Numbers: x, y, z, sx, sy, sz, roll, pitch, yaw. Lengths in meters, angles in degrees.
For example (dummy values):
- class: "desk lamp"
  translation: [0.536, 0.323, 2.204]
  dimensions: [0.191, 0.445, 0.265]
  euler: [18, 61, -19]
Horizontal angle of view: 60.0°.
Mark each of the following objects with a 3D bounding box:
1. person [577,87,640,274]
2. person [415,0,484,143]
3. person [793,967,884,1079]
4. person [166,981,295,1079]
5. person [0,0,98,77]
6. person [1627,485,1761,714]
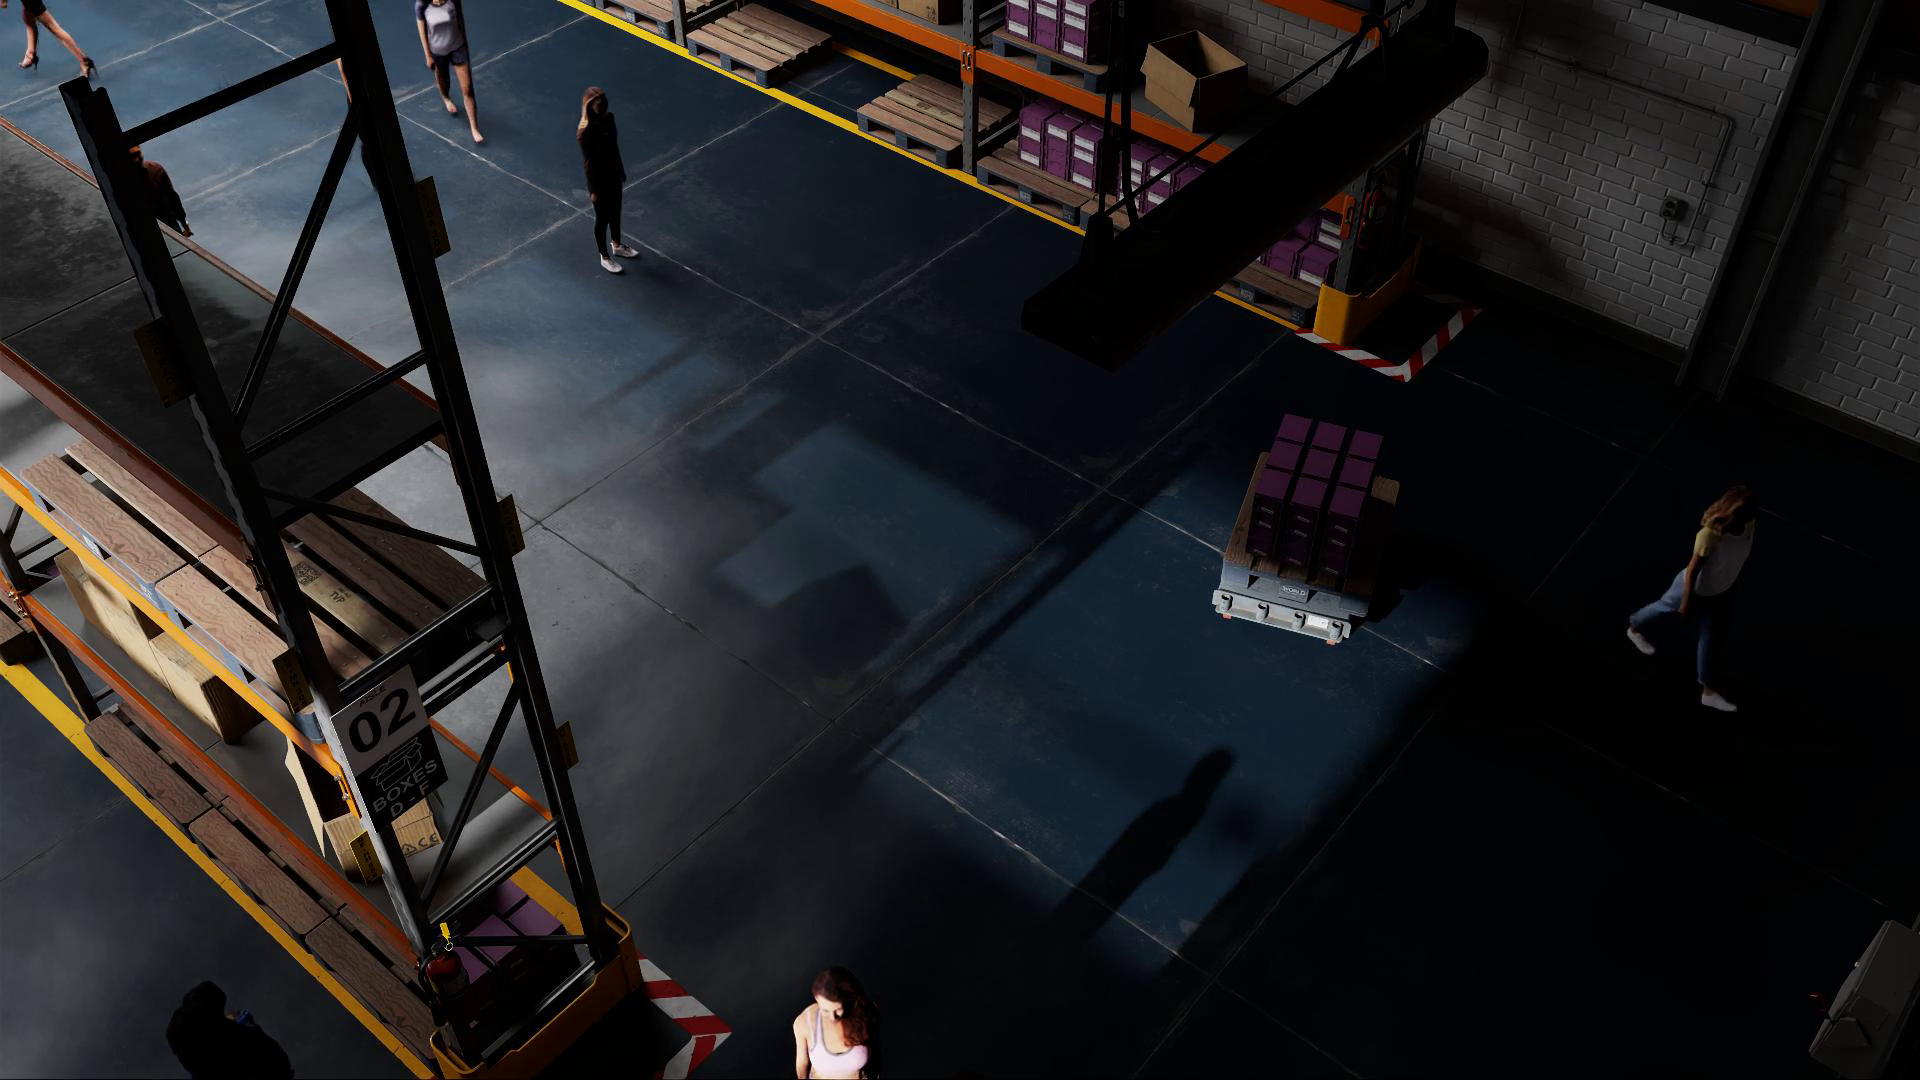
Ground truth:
- class: "person"
  translation: [-3.049, -3.113, 14.267]
  dimensions: [0.586, 1.703, 0.655]
  euler: [18, 47, 18]
- class: "person"
  translation: [-4.948, -4.727, 15.983]
  dimensions: [0.882, 1.671, 1.173]
  euler: [-20, 47, -20]
- class: "person"
  translation: [-0.582, 2.656, 8.165]
  dimensions: [0.678, 1.767, 0.719]
  euler: [-8, 44, -8]
- class: "person"
  translation: [-3.528, 2.682, 8.247]
  dimensions: [0.691, 1.615, 0.744]
  euler: [-5, 44, -5]
- class: "person"
  translation: [-9.217, -5.427, 16.658]
  dimensions: [1.173, 1.755, 1.017]
  euler: [4, 44, 4]
- class: "person"
  translation: [4.717, 0.269, 10.748]
  dimensions: [0.938, 1.659, 1.251]
  euler: [-20, 47, -20]
